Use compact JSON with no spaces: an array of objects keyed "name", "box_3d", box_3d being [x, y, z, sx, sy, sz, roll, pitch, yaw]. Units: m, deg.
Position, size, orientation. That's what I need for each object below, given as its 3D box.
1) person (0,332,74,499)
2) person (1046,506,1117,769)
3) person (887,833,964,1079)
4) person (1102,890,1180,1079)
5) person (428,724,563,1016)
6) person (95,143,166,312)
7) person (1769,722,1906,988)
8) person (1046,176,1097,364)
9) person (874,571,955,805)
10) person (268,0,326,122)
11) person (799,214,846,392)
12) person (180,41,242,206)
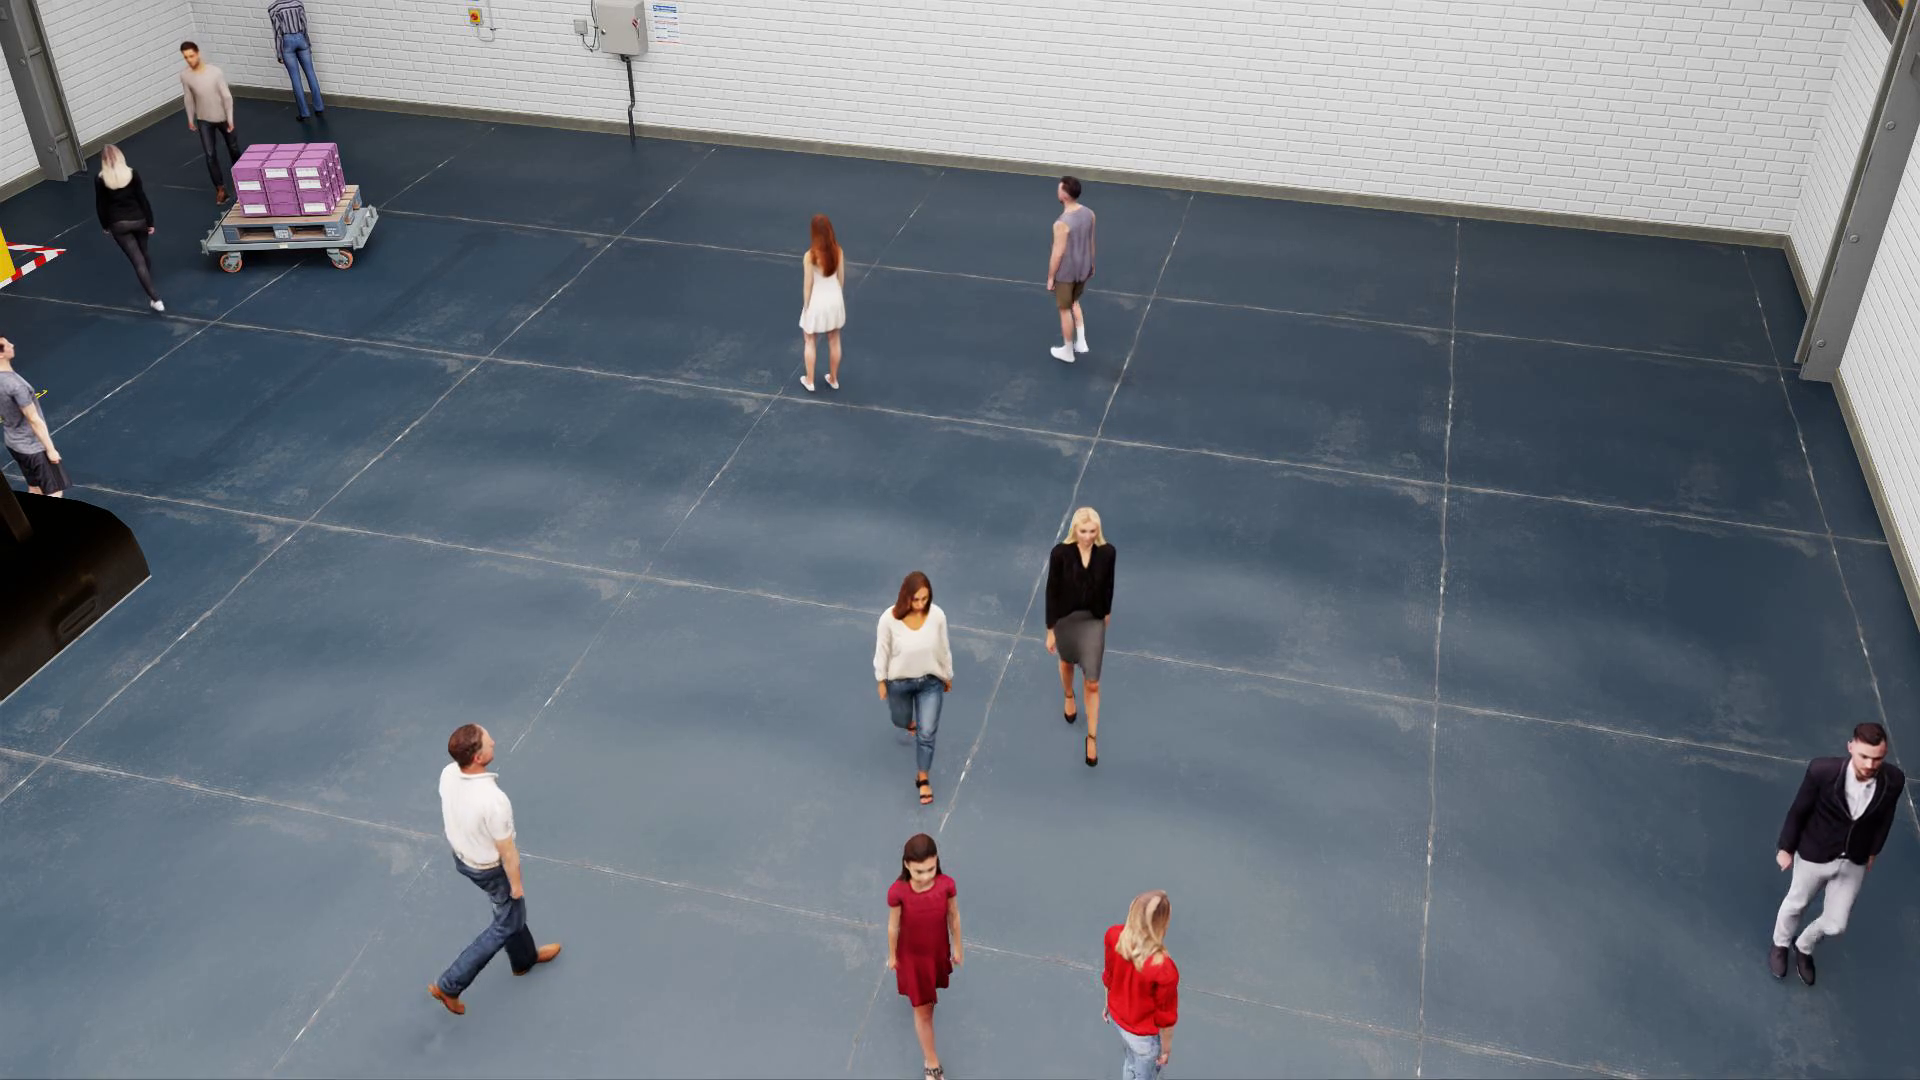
[{"name":"person","box_3d":[-7.145,-0.750,12.752,0.729,1.871,0.689,23,40,31]},{"name":"person","box_3d":[0.749,0.522,10.894,0.801,1.810,1.058,-1,34,-1]},{"name":"person","box_3d":[-0.199,2.099,8.777,0.896,1.527,1.084,-10,35,-15]},{"name":"person","box_3d":[0.819,2.411,8.161,1.051,1.689,0.918,-28,42,-35]},{"name":"person","box_3d":[-2.629,1.792,8.962,0.984,1.833,1.164,29,43,36]},{"name":"person","box_3d":[-8.170,-3.035,16.406,1.158,1.632,1.143,-22,40,-30]},{"name":"person","box_3d":[4.778,1.664,9.163,0.671,1.824,0.606,8,35,12]},{"name":"person","box_3d":[1.079,-2.454,15.301,0.725,1.834,0.832,-26,41,-33]},{"name":"person","box_3d":[-0.306,0.845,10.549,0.890,1.654,1.076,-5,34,-8]},{"name":"person","box_3d":[-8.411,-6.208,21.033,0.772,1.795,0.637,26,42,34]},{"name":"person","box_3d":[-1.184,-2.107,14.942,0.711,1.707,0.761,-15,36,-21]},{"name":"person","box_3d":[-8.438,-4.782,18.882,1.076,1.800,1.201,-15,36,-21]}]
